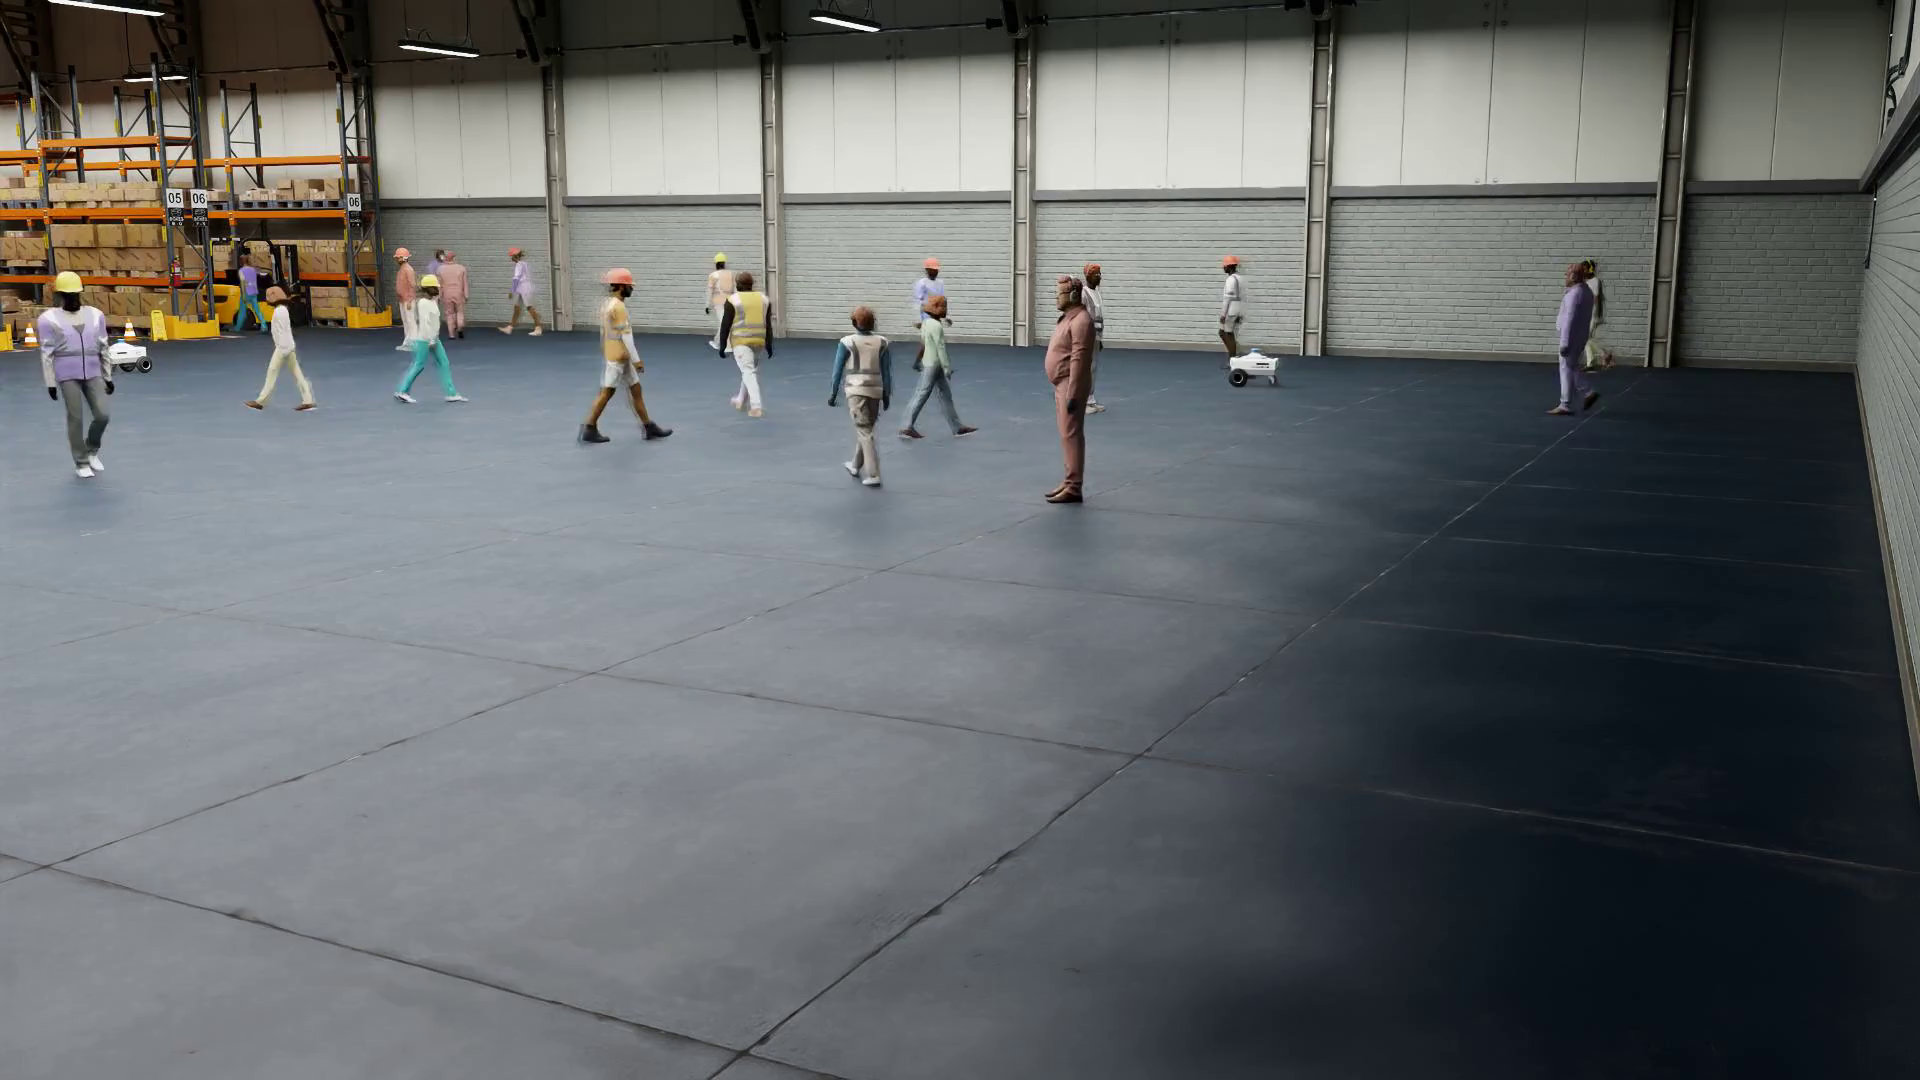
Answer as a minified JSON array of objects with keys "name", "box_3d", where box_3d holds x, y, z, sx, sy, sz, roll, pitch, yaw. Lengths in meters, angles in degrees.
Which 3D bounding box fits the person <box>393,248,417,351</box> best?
[{"name":"person","box_3d":[-10.796,-4.680,32.390,0.375,1.995,0.611,-8,13,-38]}]

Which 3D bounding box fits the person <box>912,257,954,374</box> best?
[{"name":"person","box_3d":[-0.468,-3.642,27.032,0.986,1.895,0.565,9,14,41]}]

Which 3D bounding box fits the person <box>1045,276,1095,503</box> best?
[{"name":"person","box_3d":[0.916,-1.267,14.037,0.403,1.907,0.644,-1,10,-6]}]

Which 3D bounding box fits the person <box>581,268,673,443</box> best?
[{"name":"person","box_3d":[-3.679,-1.998,18.070,0.996,1.890,0.544,-2,11,-12]}]

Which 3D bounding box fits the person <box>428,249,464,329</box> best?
[{"name":"person","box_3d":[-12.372,-6.011,39.891,0.951,1.896,0.662,6,12,30]}]

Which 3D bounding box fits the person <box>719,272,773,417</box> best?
[{"name":"person","box_3d":[-2.697,-2.445,20.778,0.644,1.783,1.008,-8,13,-37]}]

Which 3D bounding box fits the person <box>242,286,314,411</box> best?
[{"name":"person","box_3d":[-8.706,-2.420,21.169,0.861,1.581,0.506,-2,11,-13]}]

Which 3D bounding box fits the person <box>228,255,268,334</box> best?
[{"name":"person","box_3d":[-16.212,-5.580,37.856,0.990,1.792,0.589,3,11,15]}]

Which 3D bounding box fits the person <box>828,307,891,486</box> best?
[{"name":"person","box_3d":[-0.915,-1.305,15.062,0.527,1.592,0.849,-7,12,-33]}]

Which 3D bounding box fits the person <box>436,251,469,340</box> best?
[{"name":"person","box_3d":[-10.940,-5.257,35.806,0.676,1.891,0.431,-5,11,-23]}]

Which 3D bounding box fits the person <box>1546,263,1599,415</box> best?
[{"name":"person","box_3d":[7.651,-2.486,20.698,0.482,1.891,0.669,8,13,37]}]

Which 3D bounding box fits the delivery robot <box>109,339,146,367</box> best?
[{"name":"delivery robot","box_3d":[-13.607,-3.018,27.002,0.477,0.478,0.707,5,12,27]}]

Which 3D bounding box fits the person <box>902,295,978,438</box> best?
[{"name":"person","box_3d":[-0.249,-1.909,18.385,0.873,1.584,0.524,-1,10,-6]}]

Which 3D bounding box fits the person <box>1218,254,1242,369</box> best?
[{"name":"person","box_3d":[4.500,-3.813,27.873,0.470,1.923,0.552,3,11,16]}]

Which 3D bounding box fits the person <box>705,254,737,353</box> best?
[{"name":"person","box_3d":[-4.632,-4.550,31.980,0.612,1.876,0.954,-10,14,-43]}]

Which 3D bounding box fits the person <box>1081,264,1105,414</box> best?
[{"name":"person","box_3d":[1.655,-2.549,21.073,0.344,1.882,0.585,5,12,26]}]

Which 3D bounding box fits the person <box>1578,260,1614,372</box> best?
[{"name":"person","box_3d":[10.359,-3.648,27.171,0.520,1.843,0.567,1,10,4]}]

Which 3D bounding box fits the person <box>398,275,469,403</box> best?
[{"name":"person","box_3d":[-7.142,-2.688,22.277,0.908,1.724,0.541,0,10,2]}]

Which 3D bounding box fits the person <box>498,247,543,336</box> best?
[{"name":"person","box_3d":[-9.821,-5.519,36.992,1.046,1.973,0.640,-2,11,-10]}]

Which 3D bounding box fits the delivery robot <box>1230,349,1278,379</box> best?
[{"name":"delivery robot","box_3d":[4.376,-2.600,24.719,0.707,0.478,0.477,2,11,10]}]

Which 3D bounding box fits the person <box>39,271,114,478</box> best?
[{"name":"person","box_3d":[-8.170,-1.528,15.430,0.417,1.909,0.606,9,14,41]}]
